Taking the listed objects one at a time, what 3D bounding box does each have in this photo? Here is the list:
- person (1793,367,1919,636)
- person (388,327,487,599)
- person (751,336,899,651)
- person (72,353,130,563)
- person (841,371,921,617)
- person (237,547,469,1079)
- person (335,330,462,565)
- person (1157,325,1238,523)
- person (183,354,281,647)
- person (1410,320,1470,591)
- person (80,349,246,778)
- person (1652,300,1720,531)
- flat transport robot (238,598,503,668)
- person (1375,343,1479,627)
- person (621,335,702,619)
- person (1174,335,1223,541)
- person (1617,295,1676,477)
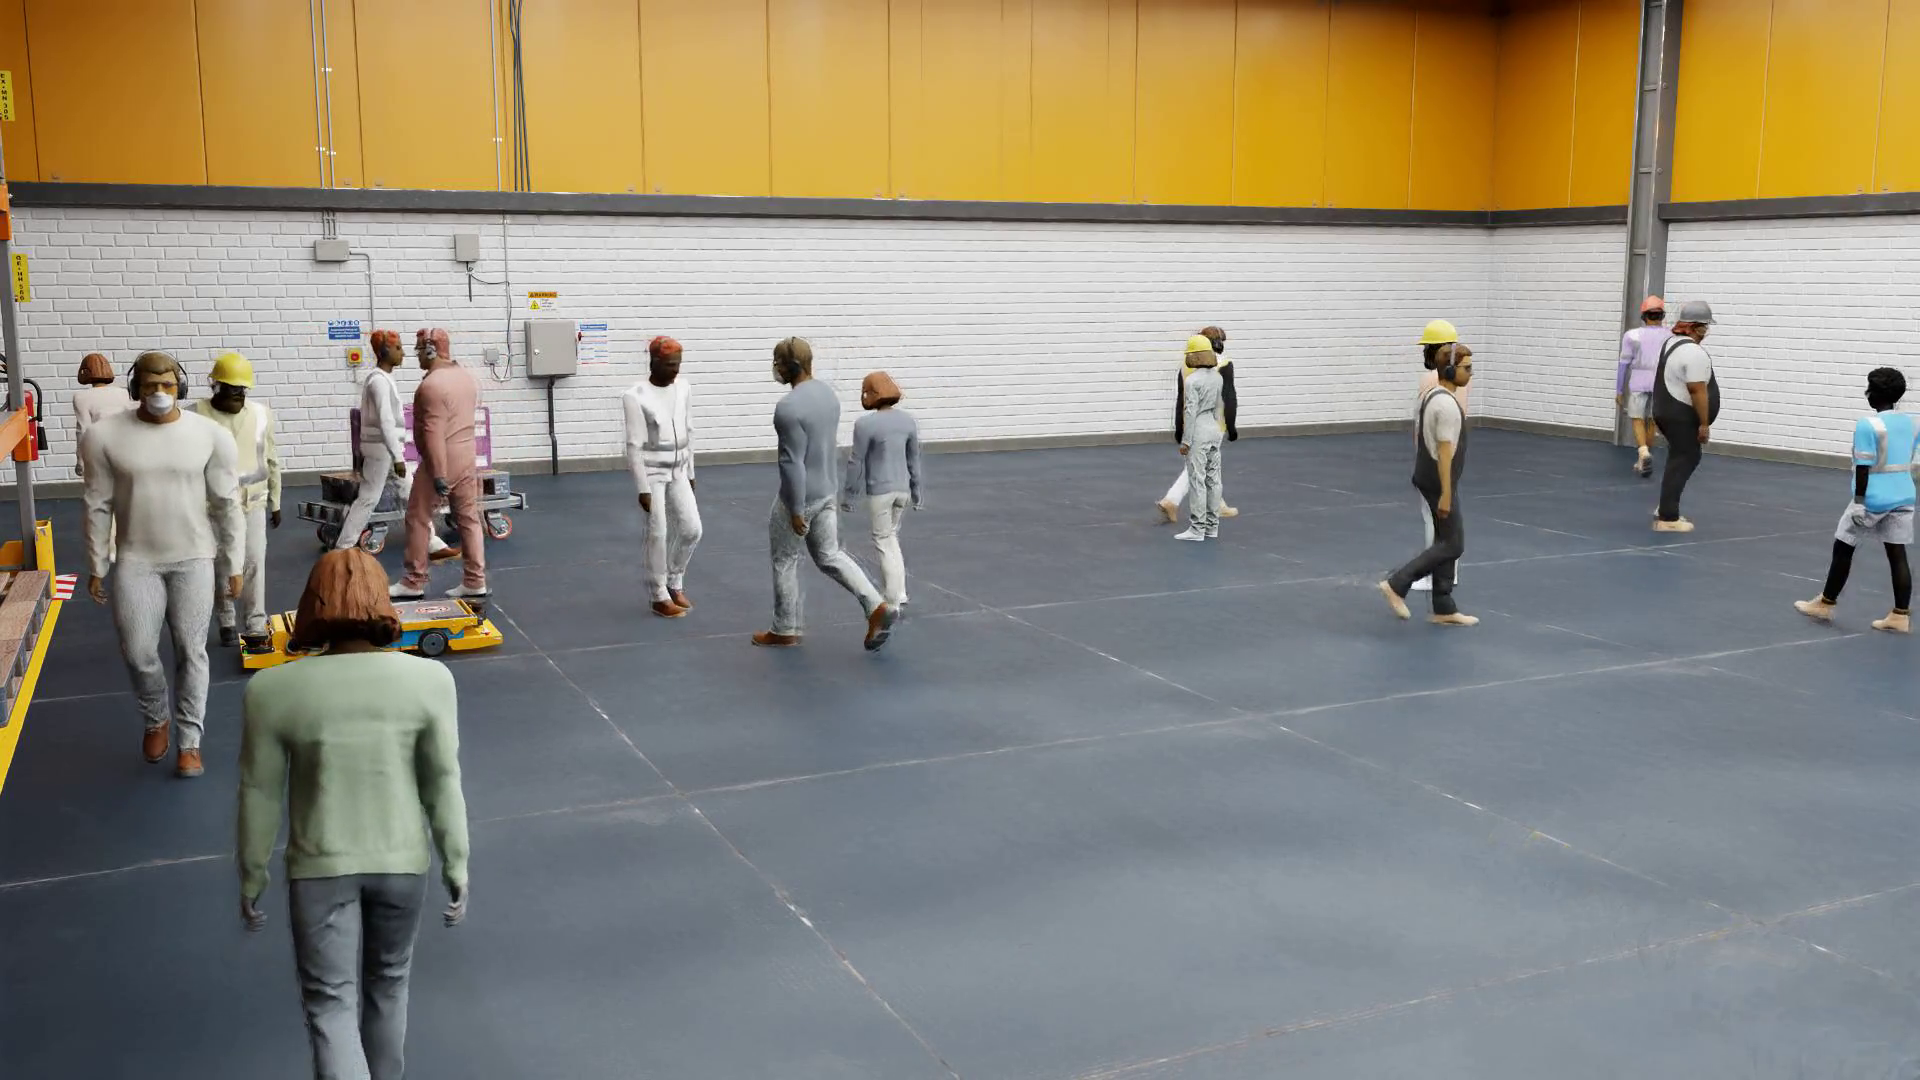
[{"bbox_3d":[5.736,-0.259,10.548,0.544,1.664,0.769,-4,10,-21],"label":"person"},{"bbox_3d":[-3.673,-0.522,11.516,0.811,1.877,0.657,2,9,13],"label":"person"},{"bbox_3d":[-0.829,-0.253,9.803,0.909,1.901,0.635,5,10,26],"label":"person"},{"bbox_3d":[-6.684,-0.638,13.001,0.268,1.632,0.506,4,10,22],"label":"person"},{"bbox_3d":[-0.510,-0.301,10.947,0.431,1.614,0.513,9,12,43],"label":"person"},{"bbox_3d":[-1.460,0.824,4.041,0.523,1.598,0.793,-4,10,-25],"label":"person"},{"bbox_3d":[-4.338,-0.672,12.623,1.006,1.827,0.603,-2,9,-12],"label":"person"},{"bbox_3d":[2.173,-1.044,15.060,0.942,1.794,0.605,-5,10,-26],"label":"person"},{"bbox_3d":[-4.301,-0.201,9.818,0.623,1.775,0.875,-6,11,-33],"label":"person"},{"bbox_3d":[3.381,-0.594,11.821,0.374,1.925,0.595,8,12,39],"label":"person"},{"bbox_3d":[-3.532,0.115,7.421,0.662,1.924,0.436,-4,10,-24],"label":"person"},{"bbox_3d":[6.340,-1.083,14.503,0.539,2.000,0.703,0,9,1],"label":"person"},{"bbox_3d":[-3.517,0.539,9.916,1.431,0.197,0.652,-4,10,-25],"label":"flat transport robot"},{"bbox_3d":[3.005,-0.334,10.531,0.568,1.830,0.507,1,9,8],"label":"person"},{"bbox_3d":[-1.927,-0.396,10.781,0.416,1.865,0.609,7,12,38],"label":"person"},{"bbox_3d":[2.022,-0.865,14.082,0.303,1.740,0.485,8,12,40],"label":"person"},{"bbox_3d":[7.649,-1.706,18.478,0.618,2.013,0.930,2,9,11],"label":"person"}]
